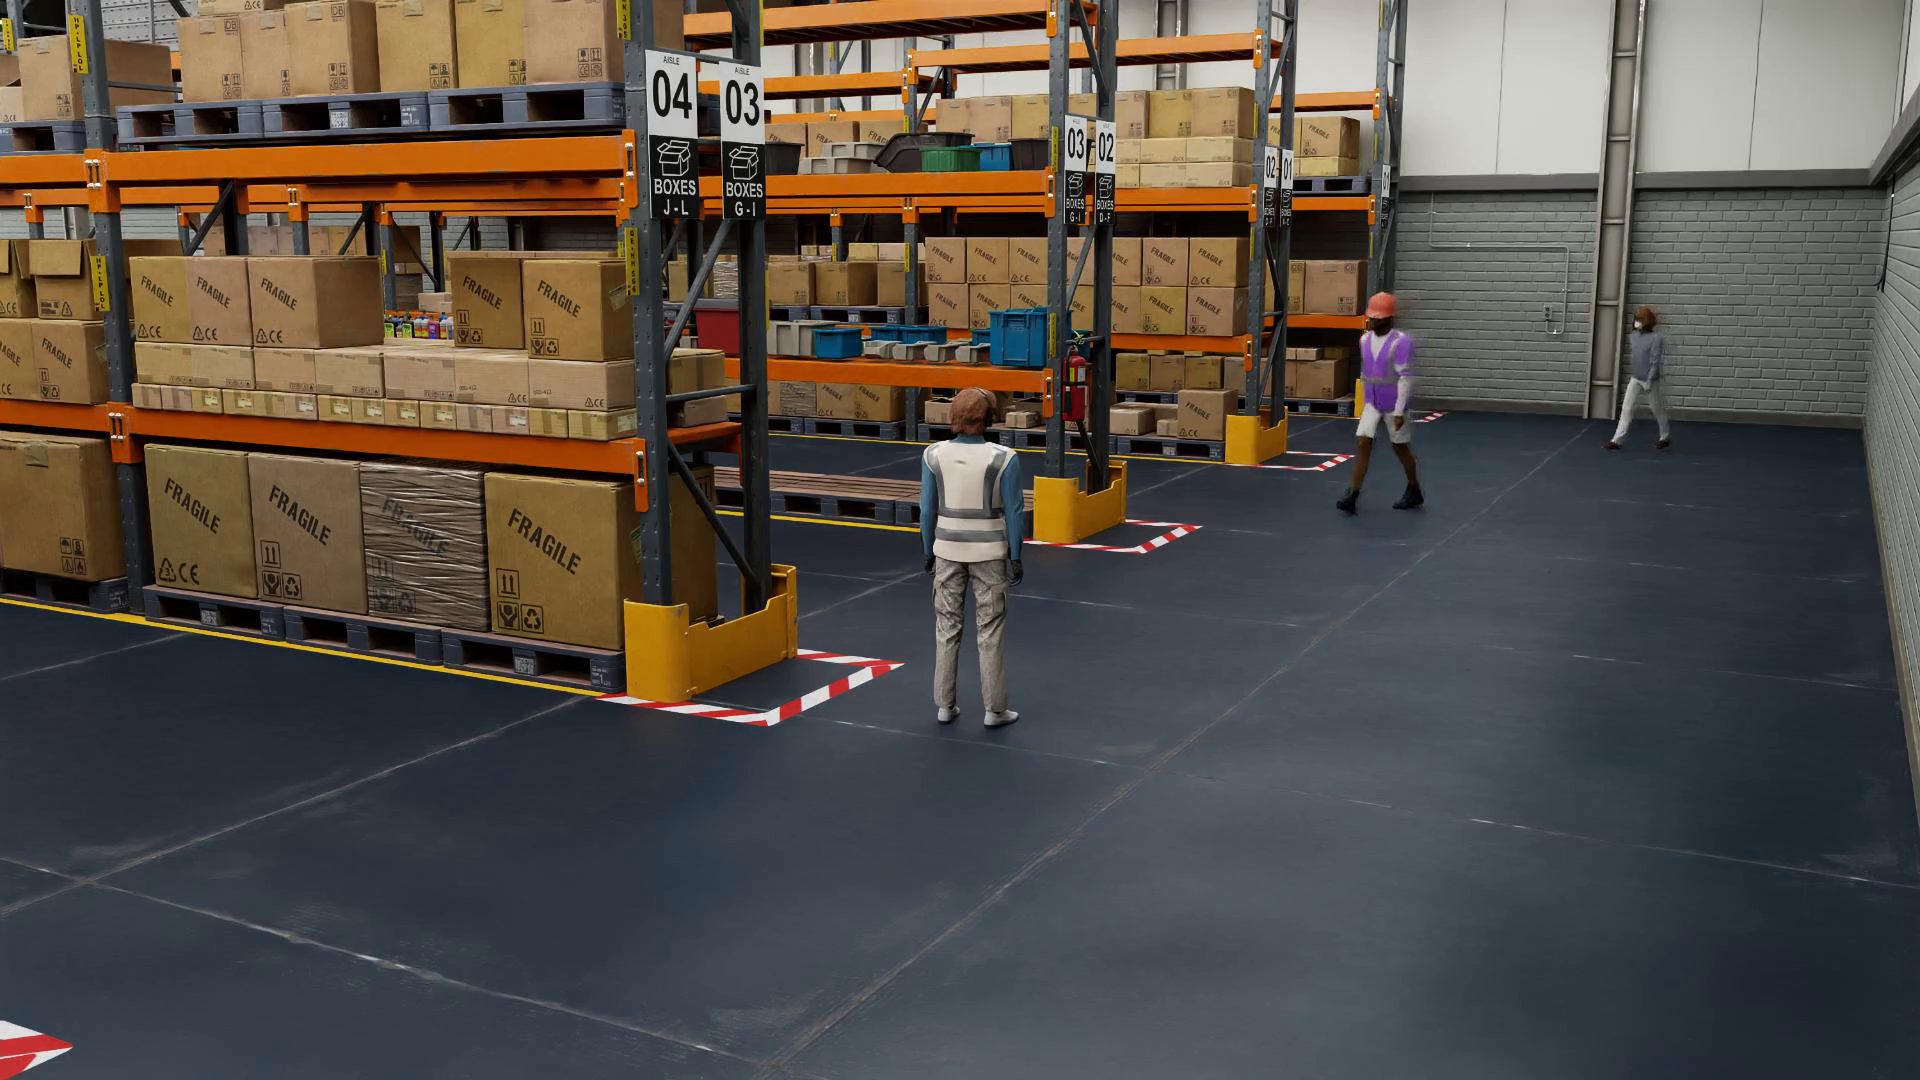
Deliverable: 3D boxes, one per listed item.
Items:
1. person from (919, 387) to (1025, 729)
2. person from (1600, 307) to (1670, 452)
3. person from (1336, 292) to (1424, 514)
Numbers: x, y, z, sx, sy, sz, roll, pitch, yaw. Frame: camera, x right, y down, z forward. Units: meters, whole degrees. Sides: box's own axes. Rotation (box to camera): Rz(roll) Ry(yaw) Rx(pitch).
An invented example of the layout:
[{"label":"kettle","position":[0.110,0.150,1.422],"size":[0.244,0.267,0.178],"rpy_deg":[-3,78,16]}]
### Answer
[{"label":"person","position":[0.057,0.090,7.953],"size":[0.525,1.636,0.307],"rpy_deg":[4,11,20]},{"label":"person","position":[7.429,-1.733,18.056],"size":[0.927,1.574,0.507],"rpy_deg":[-4,11,-22]},{"label":"person","position":[3.591,-1.152,14.079],"size":[1.021,1.874,0.587],"rpy_deg":[-8,13,-37]}]
